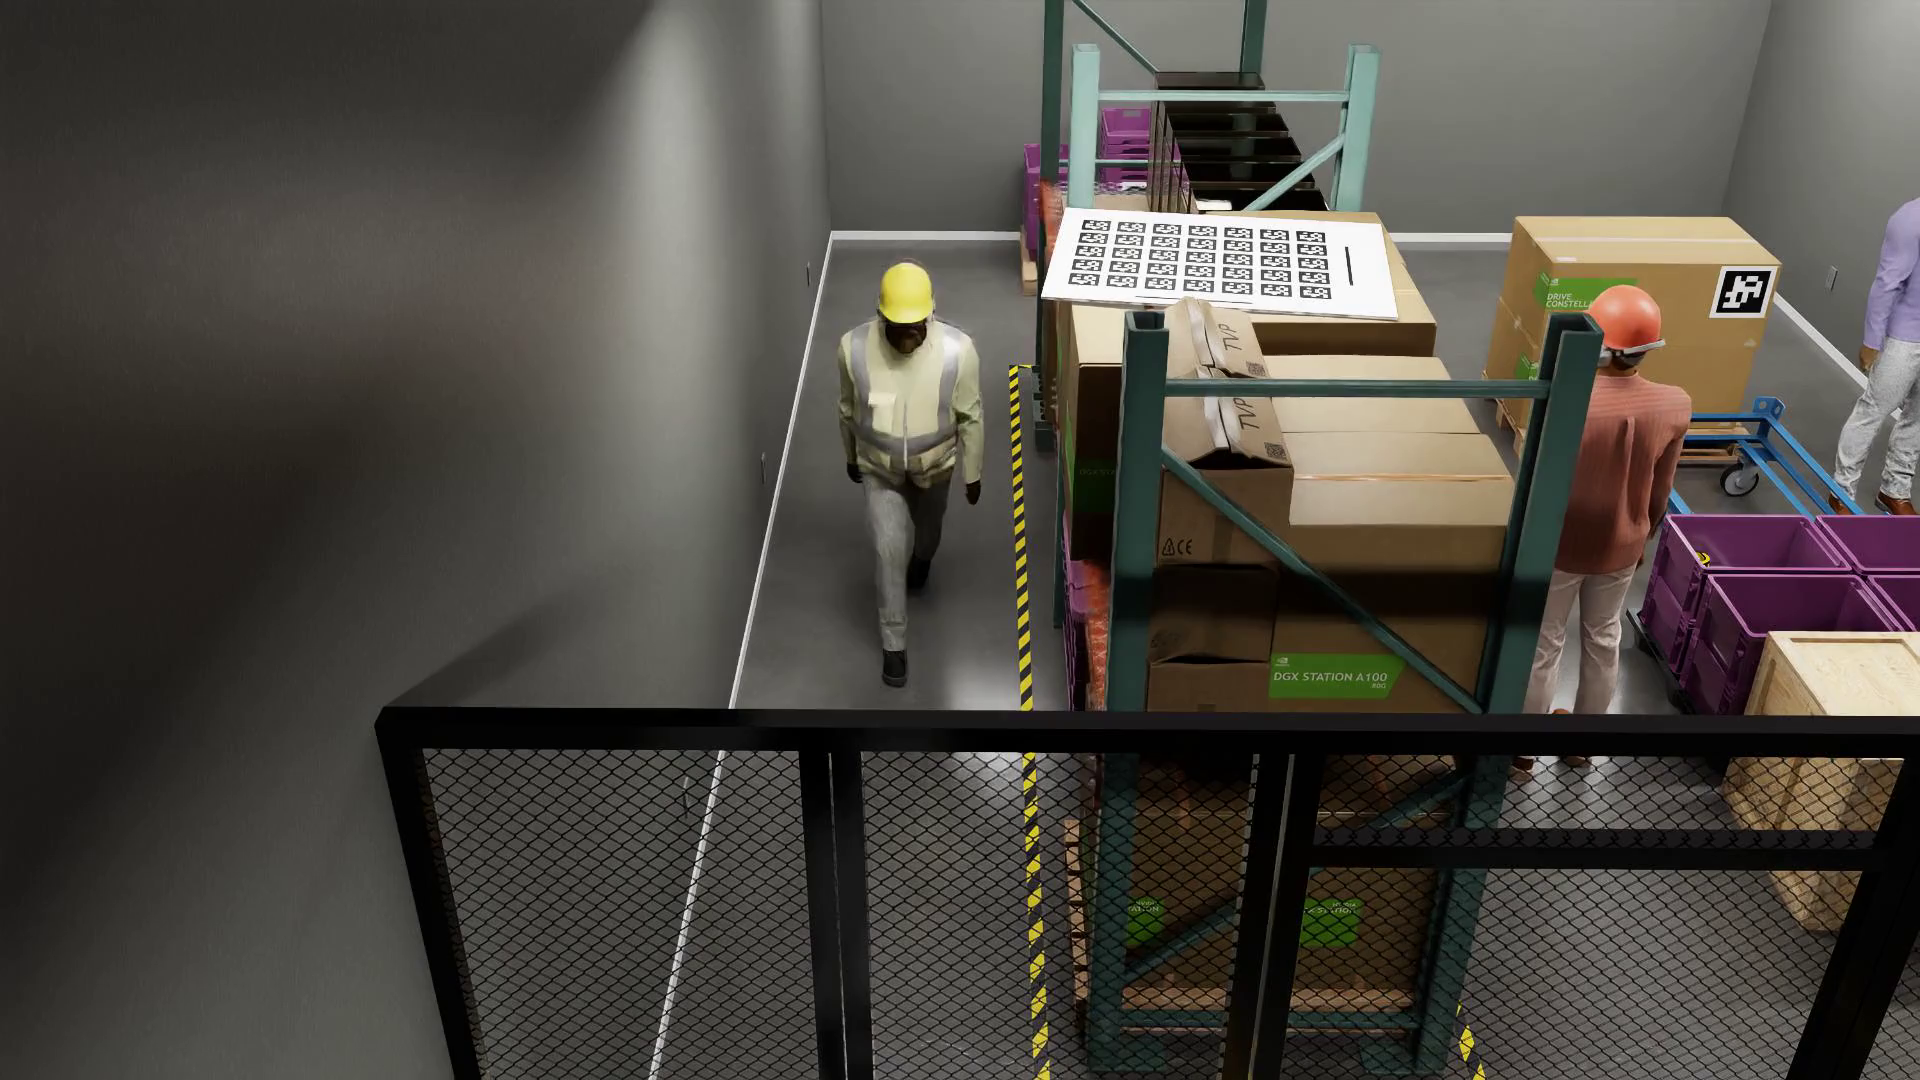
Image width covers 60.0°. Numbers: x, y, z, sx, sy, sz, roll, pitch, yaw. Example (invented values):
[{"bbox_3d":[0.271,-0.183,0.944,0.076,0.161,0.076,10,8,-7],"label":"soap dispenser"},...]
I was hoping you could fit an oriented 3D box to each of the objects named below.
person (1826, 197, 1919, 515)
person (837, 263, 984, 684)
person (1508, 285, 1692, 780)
[{"bbox_3d":[4.524,-0.943,7.781,0.633,1.939,0.368,-1,31,-2],"label":"person"},{"bbox_3d":[-0.205,-0.392,7.026,0.604,1.782,0.953,-1,31,-2],"label":"person"},{"bbox_3d":[2.292,0.007,6.148,0.612,1.997,0.379,-6,32,-10],"label":"person"}]
